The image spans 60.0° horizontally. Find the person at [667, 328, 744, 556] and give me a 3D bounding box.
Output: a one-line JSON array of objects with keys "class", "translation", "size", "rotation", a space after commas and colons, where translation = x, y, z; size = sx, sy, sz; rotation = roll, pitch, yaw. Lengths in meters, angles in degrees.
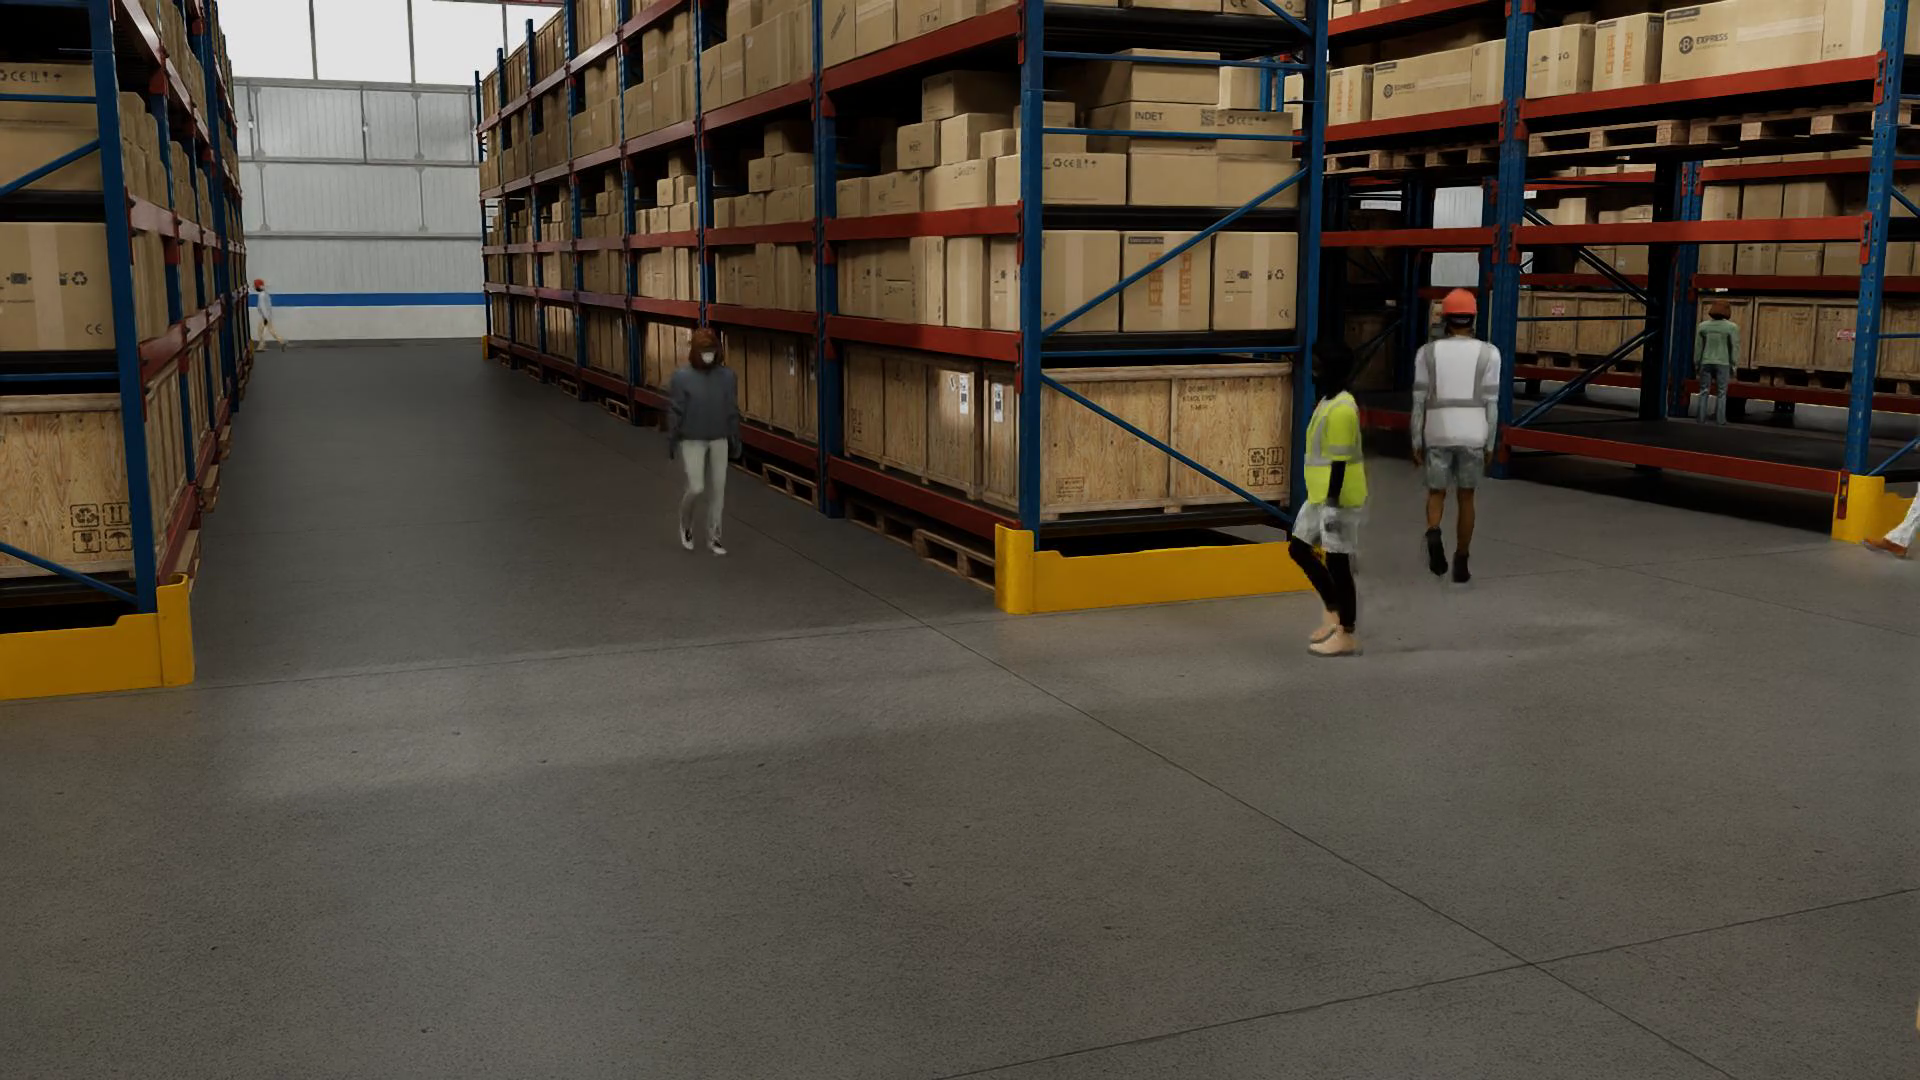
[{"class": "person", "translation": [-1.790, -0.687, 11.733], "size": [0.518, 1.617, 0.343], "rotation": [-5, 11, -30]}]

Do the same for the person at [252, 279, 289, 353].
[{"class": "person", "translation": [-15.920, -5.158, 38.293], "size": [0.748, 1.705, 0.578], "rotation": [-2, 10, -11]}]

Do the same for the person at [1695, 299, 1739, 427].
[{"class": "person", "translation": [9.194, -2.109, 20.223], "size": [0.281, 1.631, 0.505], "rotation": [-9, 13, -43]}]

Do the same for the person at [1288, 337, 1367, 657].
[{"class": "person", "translation": [1.937, -0.216, 8.702], "size": [0.394, 1.682, 0.547], "rotation": [1, 9, 3]}]

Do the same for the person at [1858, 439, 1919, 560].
[{"class": "person", "translation": [6.831, -0.743, 11.341], "size": [1.049, 1.881, 0.652], "rotation": [5, 11, 26]}]

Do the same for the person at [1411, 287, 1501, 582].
[{"class": "person", "translation": [3.188, -0.664, 10.743], "size": [0.543, 1.920, 0.614], "rotation": [4, 10, 20]}]
